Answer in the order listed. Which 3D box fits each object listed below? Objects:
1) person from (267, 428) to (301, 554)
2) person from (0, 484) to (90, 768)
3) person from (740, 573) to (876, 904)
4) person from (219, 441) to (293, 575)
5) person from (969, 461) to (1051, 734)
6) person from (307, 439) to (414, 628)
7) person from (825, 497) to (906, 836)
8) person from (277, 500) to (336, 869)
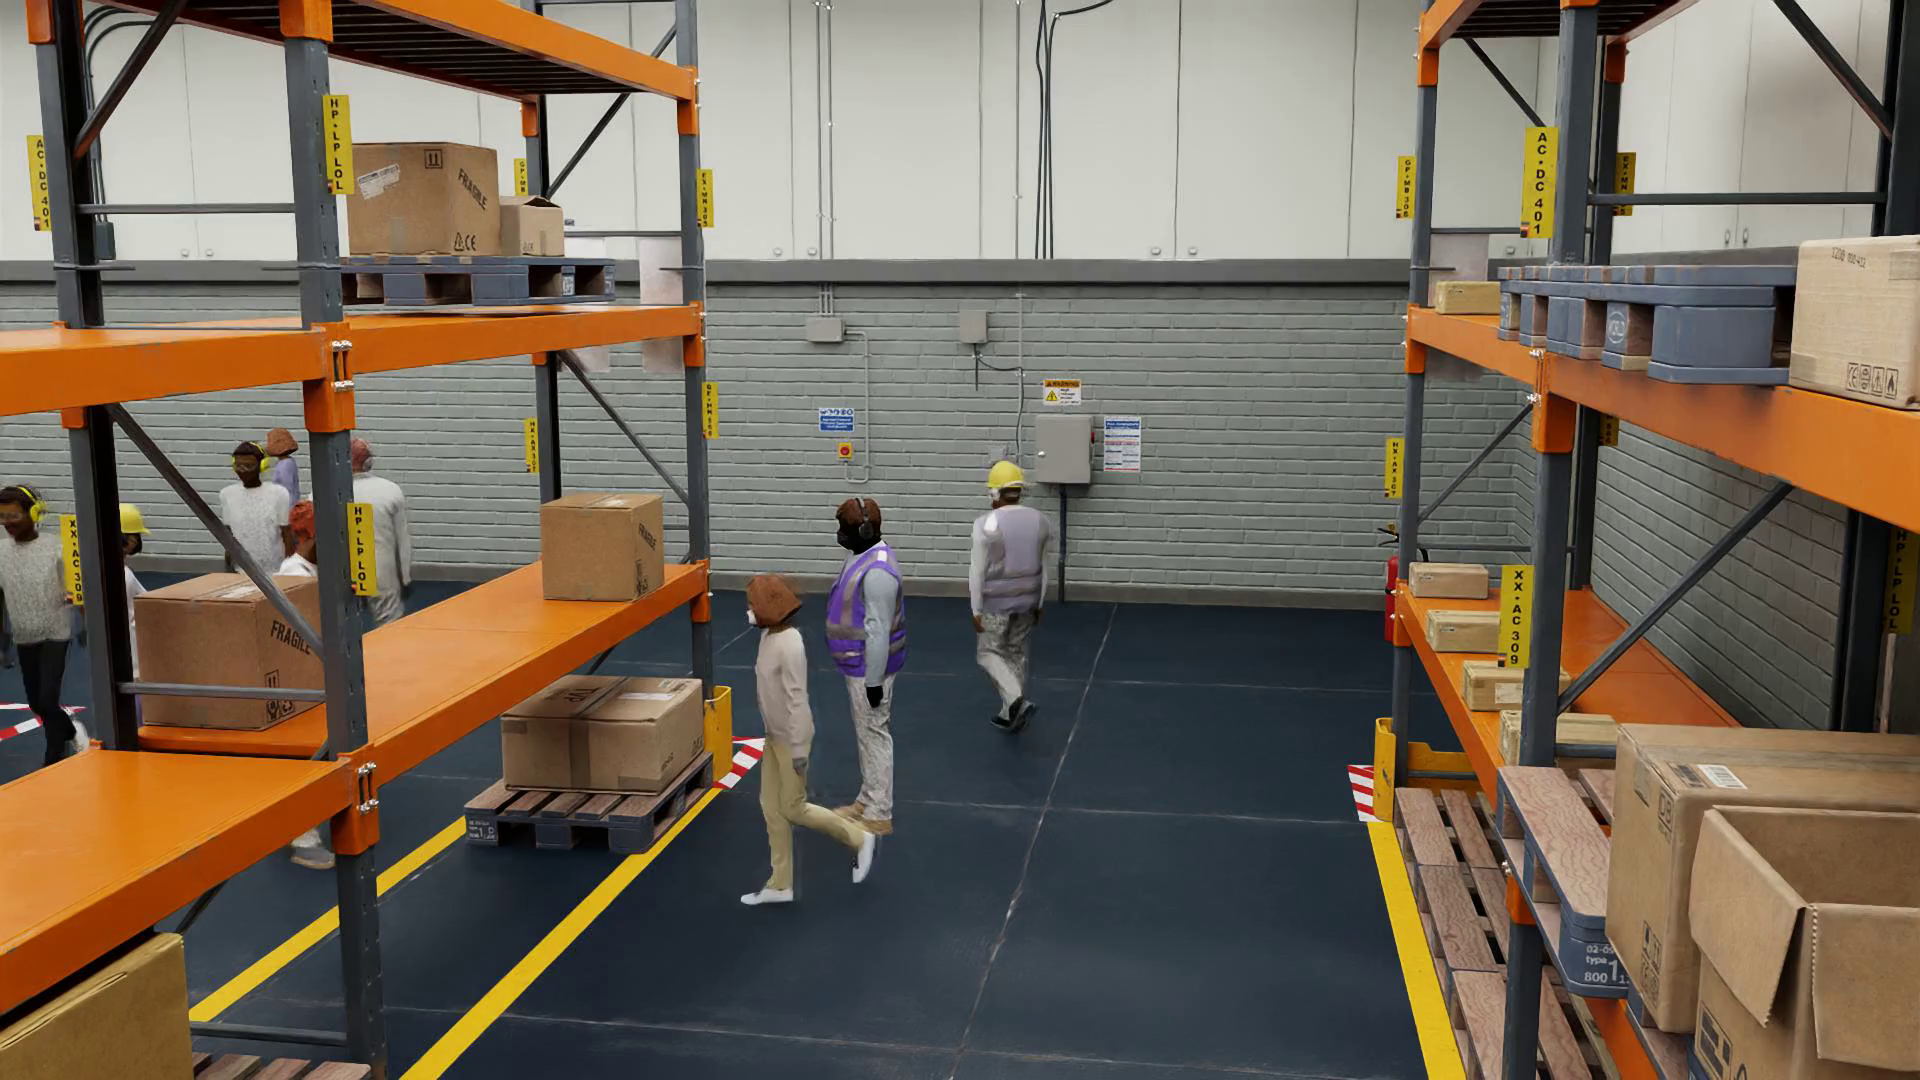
[{"bbox_3d":[-6.010,-0.183,14.873,0.270,1.632,0.504,-3,10,-17],"label":"person"},{"bbox_3d":[-5.327,0.559,9.717,0.571,1.834,0.805,0,9,-1],"label":"person"},{"bbox_3d":[-0.753,0.949,8.000,0.601,1.604,0.522,-3,10,-20],"label":"person"},{"bbox_3d":[-4.919,0.230,11.662,0.536,1.851,0.382,-1,9,-4],"label":"person"},{"bbox_3d":[0.341,0.399,10.751,0.585,1.811,0.572,-5,10,-28],"label":"person"},{"bbox_3d":[-4.105,0.256,11.408,0.689,1.893,0.451,-3,10,-17],"label":"person"},{"bbox_3d":[-0.510,0.678,8.965,0.429,1.837,0.625,-2,9,-10],"label":"person"},{"bbox_3d":[-3.373,0.742,8.474,0.409,1.873,0.758,-3,10,-16],"label":"person"}]
